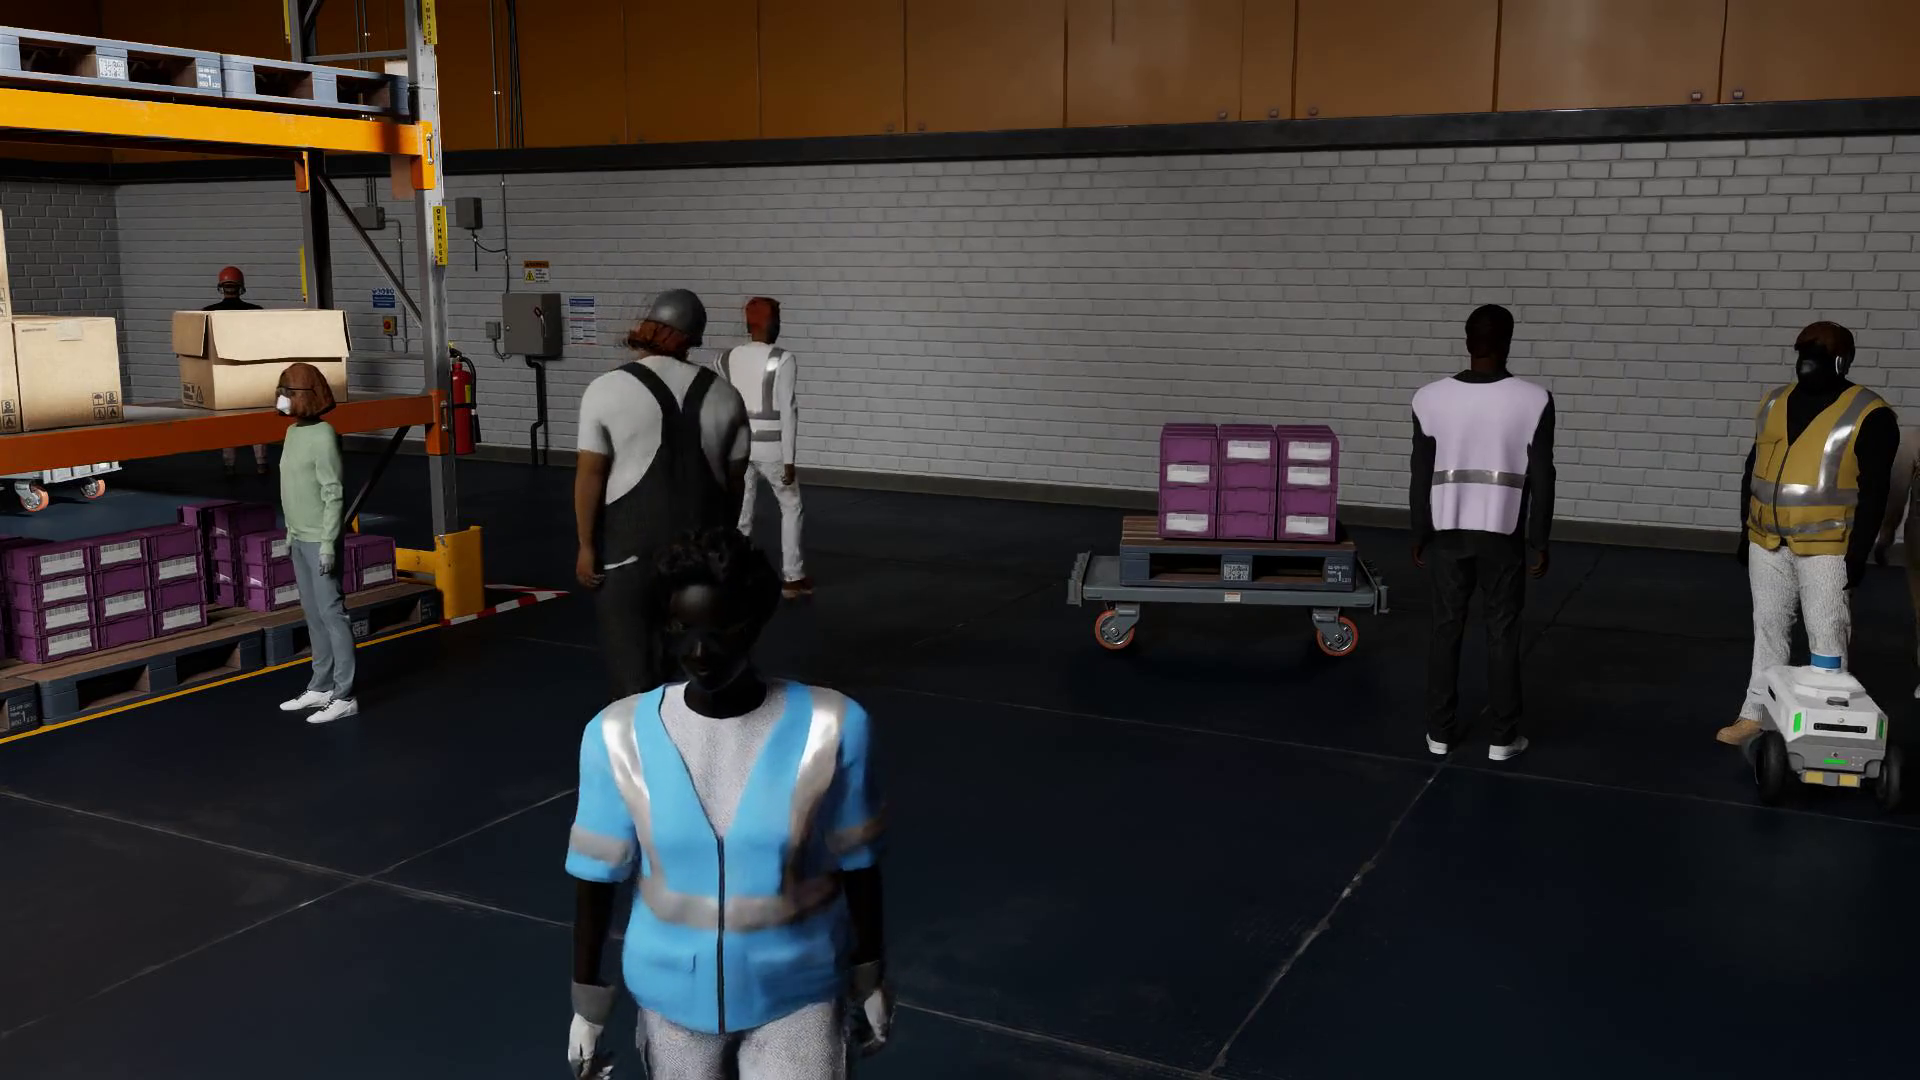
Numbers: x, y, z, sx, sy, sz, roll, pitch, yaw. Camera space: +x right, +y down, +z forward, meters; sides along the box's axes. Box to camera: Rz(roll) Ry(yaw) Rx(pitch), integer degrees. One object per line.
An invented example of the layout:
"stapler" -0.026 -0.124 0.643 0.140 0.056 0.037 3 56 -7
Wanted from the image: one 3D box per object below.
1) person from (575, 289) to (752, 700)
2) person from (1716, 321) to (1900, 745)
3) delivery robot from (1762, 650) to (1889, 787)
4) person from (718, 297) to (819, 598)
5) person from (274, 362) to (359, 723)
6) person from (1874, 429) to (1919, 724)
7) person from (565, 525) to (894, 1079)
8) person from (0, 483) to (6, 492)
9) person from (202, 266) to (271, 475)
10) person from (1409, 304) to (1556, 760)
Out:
"person" -1.215 -0.042 6.719 0.771 2.000 0.643 -6 11 -31
"person" 3.549 0.008 6.999 0.429 1.847 0.627 -6 11 -29
"delivery robot" 3.409 0.678 6.573 0.477 0.478 0.707 3 10 17
"person" -1.152 -0.543 10.130 0.600 1.855 0.771 5 11 29
"person" -2.956 0.009 7.594 0.280 1.636 0.502 -9 13 -42
"person" 4.528 0.023 7.656 0.502 1.587 0.870 9 13 42
"person" -0.406 0.814 2.819 0.560 1.666 0.726 1 10 3
"person" -8.796 -1.382 14.804 0.364 1.928 0.587 -6 12 -32
"person" -6.940 -1.620 15.986 0.622 1.993 0.384 -5 11 -26
"person" 2.180 -0.025 6.991 0.587 1.913 0.391 5 11 26
